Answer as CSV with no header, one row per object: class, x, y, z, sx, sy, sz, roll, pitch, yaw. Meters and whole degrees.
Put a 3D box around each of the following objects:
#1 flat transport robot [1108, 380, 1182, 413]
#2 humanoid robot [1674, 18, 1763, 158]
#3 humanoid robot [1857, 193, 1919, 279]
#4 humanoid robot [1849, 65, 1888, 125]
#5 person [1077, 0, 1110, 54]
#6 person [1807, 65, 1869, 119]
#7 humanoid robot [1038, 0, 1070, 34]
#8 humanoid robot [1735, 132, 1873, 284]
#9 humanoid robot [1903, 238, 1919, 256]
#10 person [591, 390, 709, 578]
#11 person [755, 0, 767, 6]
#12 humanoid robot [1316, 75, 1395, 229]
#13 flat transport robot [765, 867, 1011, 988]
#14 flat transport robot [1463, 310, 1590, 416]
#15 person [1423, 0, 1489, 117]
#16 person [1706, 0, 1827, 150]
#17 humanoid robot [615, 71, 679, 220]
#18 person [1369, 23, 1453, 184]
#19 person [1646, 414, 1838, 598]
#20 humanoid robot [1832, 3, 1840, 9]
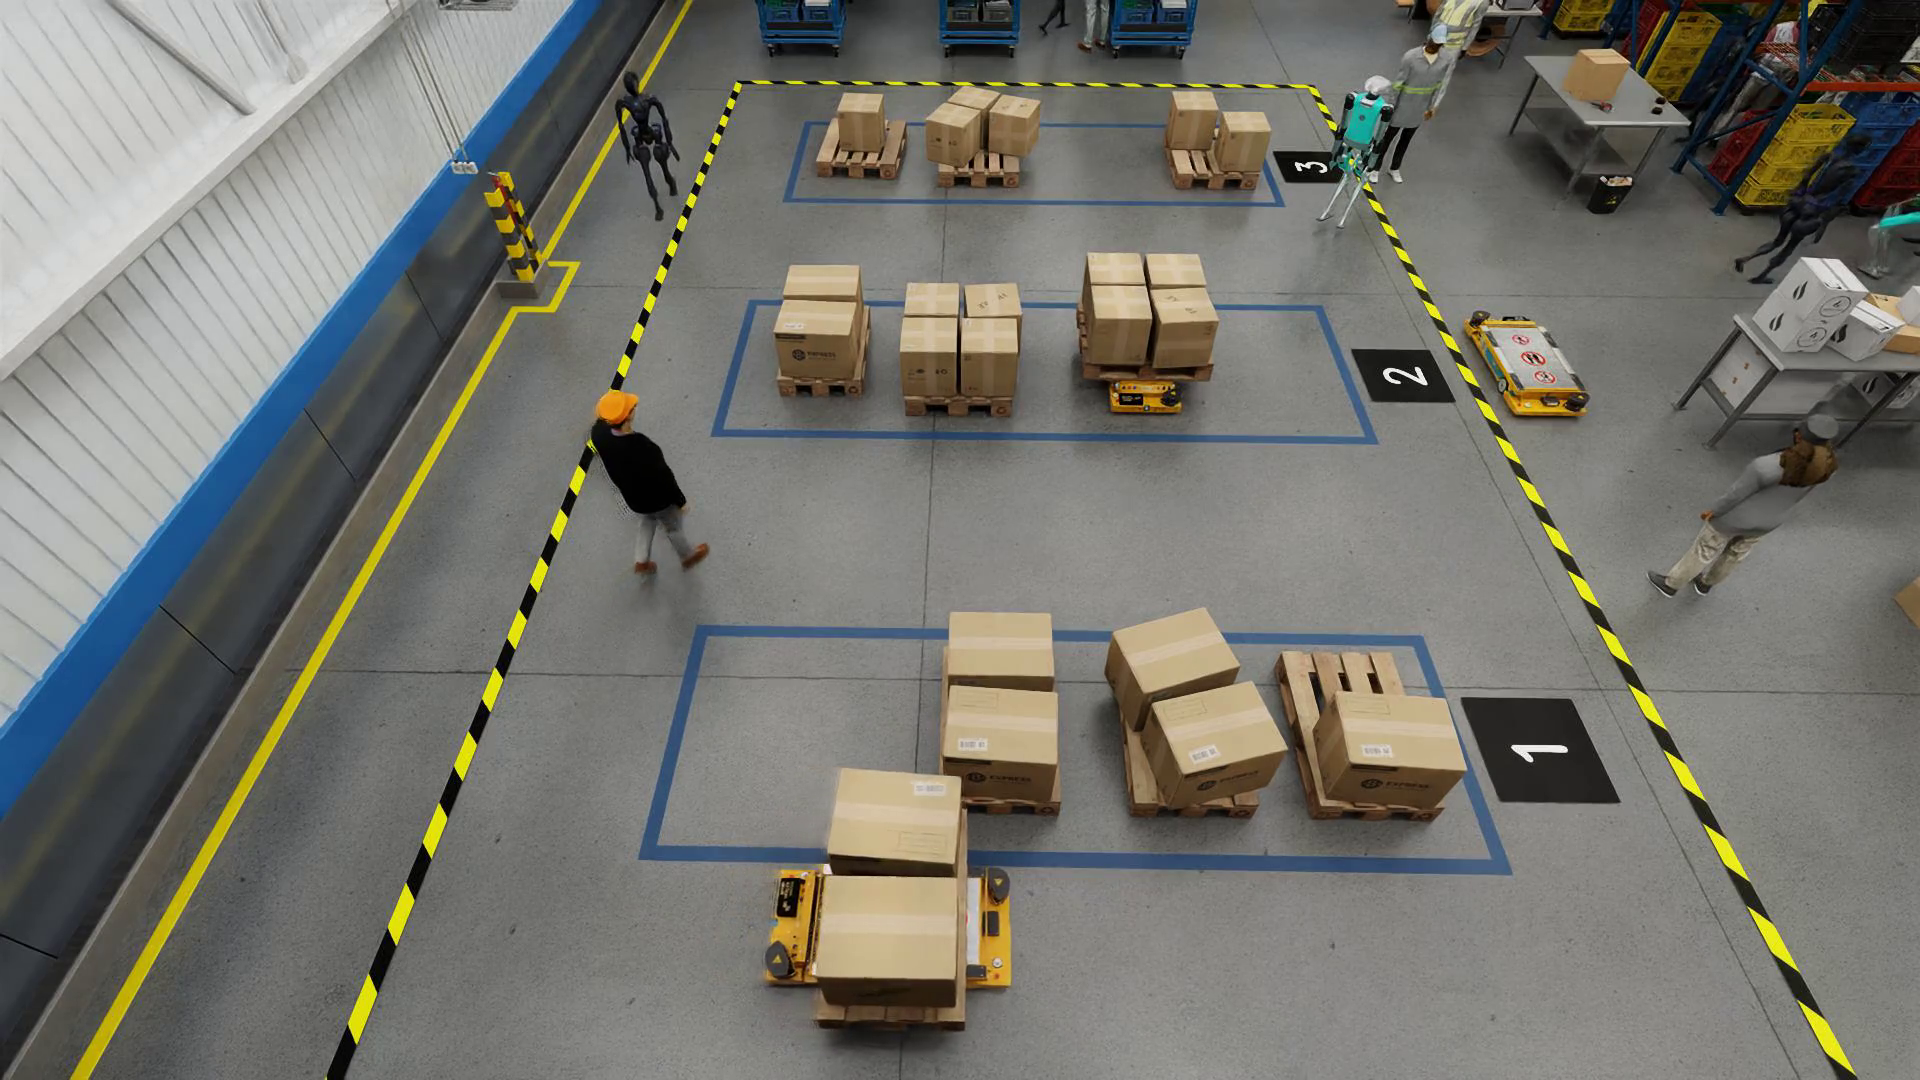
flat transport robot,1.773,-1.807,9.079,0.652,0.197,1.431,1,49,1
humanoid robot,9.611,-5.679,11.522,0.447,1.646,0.617,-3,49,-3
humanoid robot,10.203,-3.591,9.646,0.541,1.744,0.772,-32,56,-25
humanoid robot,11.252,-5.405,11.221,0.536,1.769,0.683,-32,56,-25
person,2.049,-8.305,13.618,0.628,1.940,0.379,-18,51,-15
person,11.257,-5.858,11.535,0.337,1.881,0.583,4,49,4
humanoid robot,1.533,-8.791,14.241,0.736,1.631,0.599,-24,53,-19
humanoid robot,8.792,-3.427,9.566,0.442,1.642,0.601,-2,49,-1
humanoid robot,11.081,-3.892,9.960,0.315,1.657,0.599,13,50,11
person,-2.293,-0.365,6.786,0.602,1.872,0.565,23,53,19
person,-3.283,-9.766,14.875,0.607,1.950,0.462,-3,49,-2
humanoid robot,4.487,-4.353,10.244,0.533,1.672,0.735,35,57,26
flat transport robot,-0.411,2.311,5.515,1.431,0.197,0.652,1,49,1
flat transport robot,5.573,-1.757,9.054,0.659,0.231,1.431,1,49,1
person,6.531,-6.675,12.274,0.429,1.838,0.620,-32,56,-25
person,10.191,-5.814,11.529,0.586,1.834,0.404,16,51,14
humanoid robot,-3.608,-4.629,10.643,0.612,1.642,0.726,-7,49,-6
person,5.415,-5.199,10.986,0.598,1.850,0.387,-1,49,-1
person,5.770,-0.195,6.713,0.561,1.762,0.404,-1,49,-1
humanoid robot,14.007,-8.886,14.281,0.555,1.760,1.043,-13,50,-11
